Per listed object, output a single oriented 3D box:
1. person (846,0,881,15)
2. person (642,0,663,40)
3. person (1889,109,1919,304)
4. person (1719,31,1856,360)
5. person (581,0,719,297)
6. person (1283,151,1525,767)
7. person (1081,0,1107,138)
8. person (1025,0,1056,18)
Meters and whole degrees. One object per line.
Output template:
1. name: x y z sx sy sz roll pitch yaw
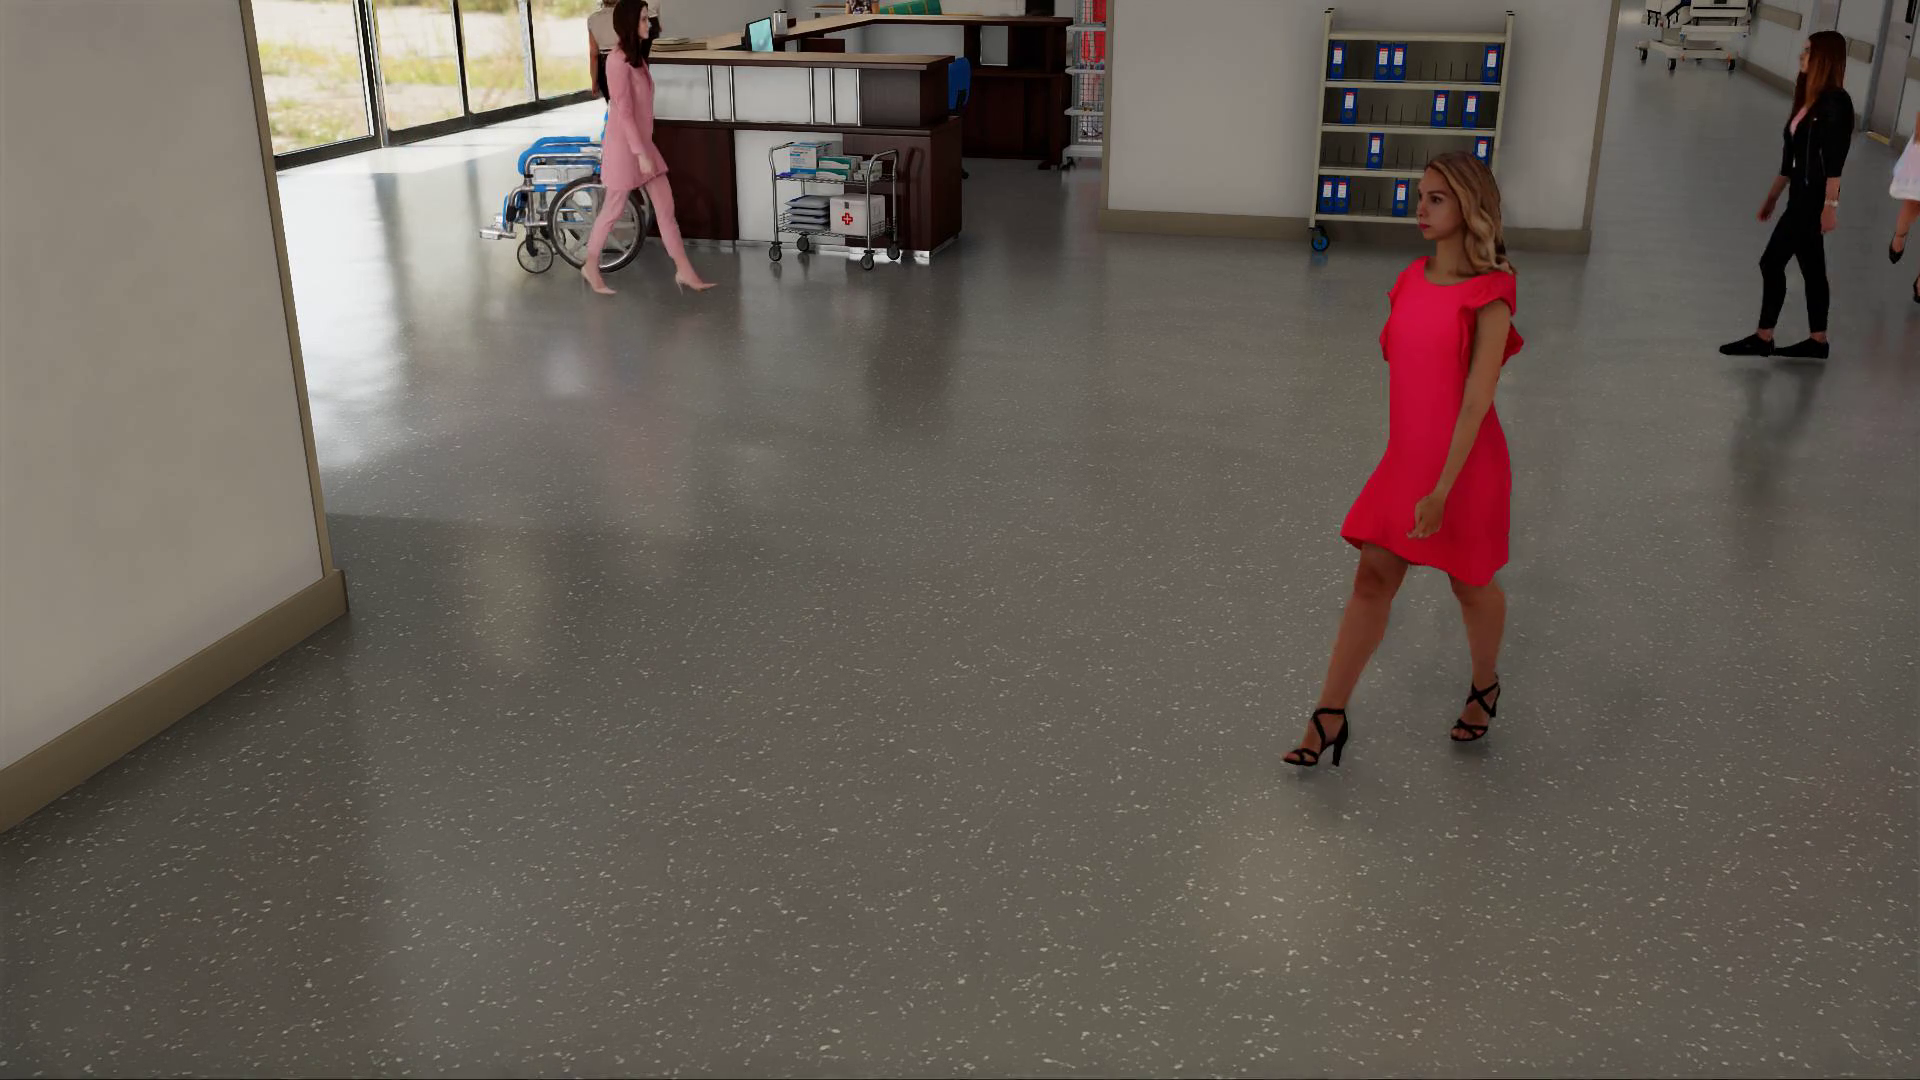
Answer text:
1. person: -1.090 -5.599 18.766 0.528 1.733 0.711 11 24 27
2. person: -3.930 -6.437 20.870 0.684 1.810 0.737 14 25 33
3. person: 5.957 -2.362 10.118 0.887 1.805 0.745 4 21 11
4. person: 4.550 -1.764 8.695 0.783 1.693 0.637 4 21 12
5. person: -2.074 -2.303 10.037 1.080 1.751 0.614 6 21 14
6. person: 1.376 -0.172 4.503 1.037 1.686 1.014 -13 25 -32
7. person: 1.437 -5.254 17.721 0.560 1.828 0.626 10 23 24
8. person: 0.988 -6.586 21.575 1.037 1.589 0.800 9 23 23
